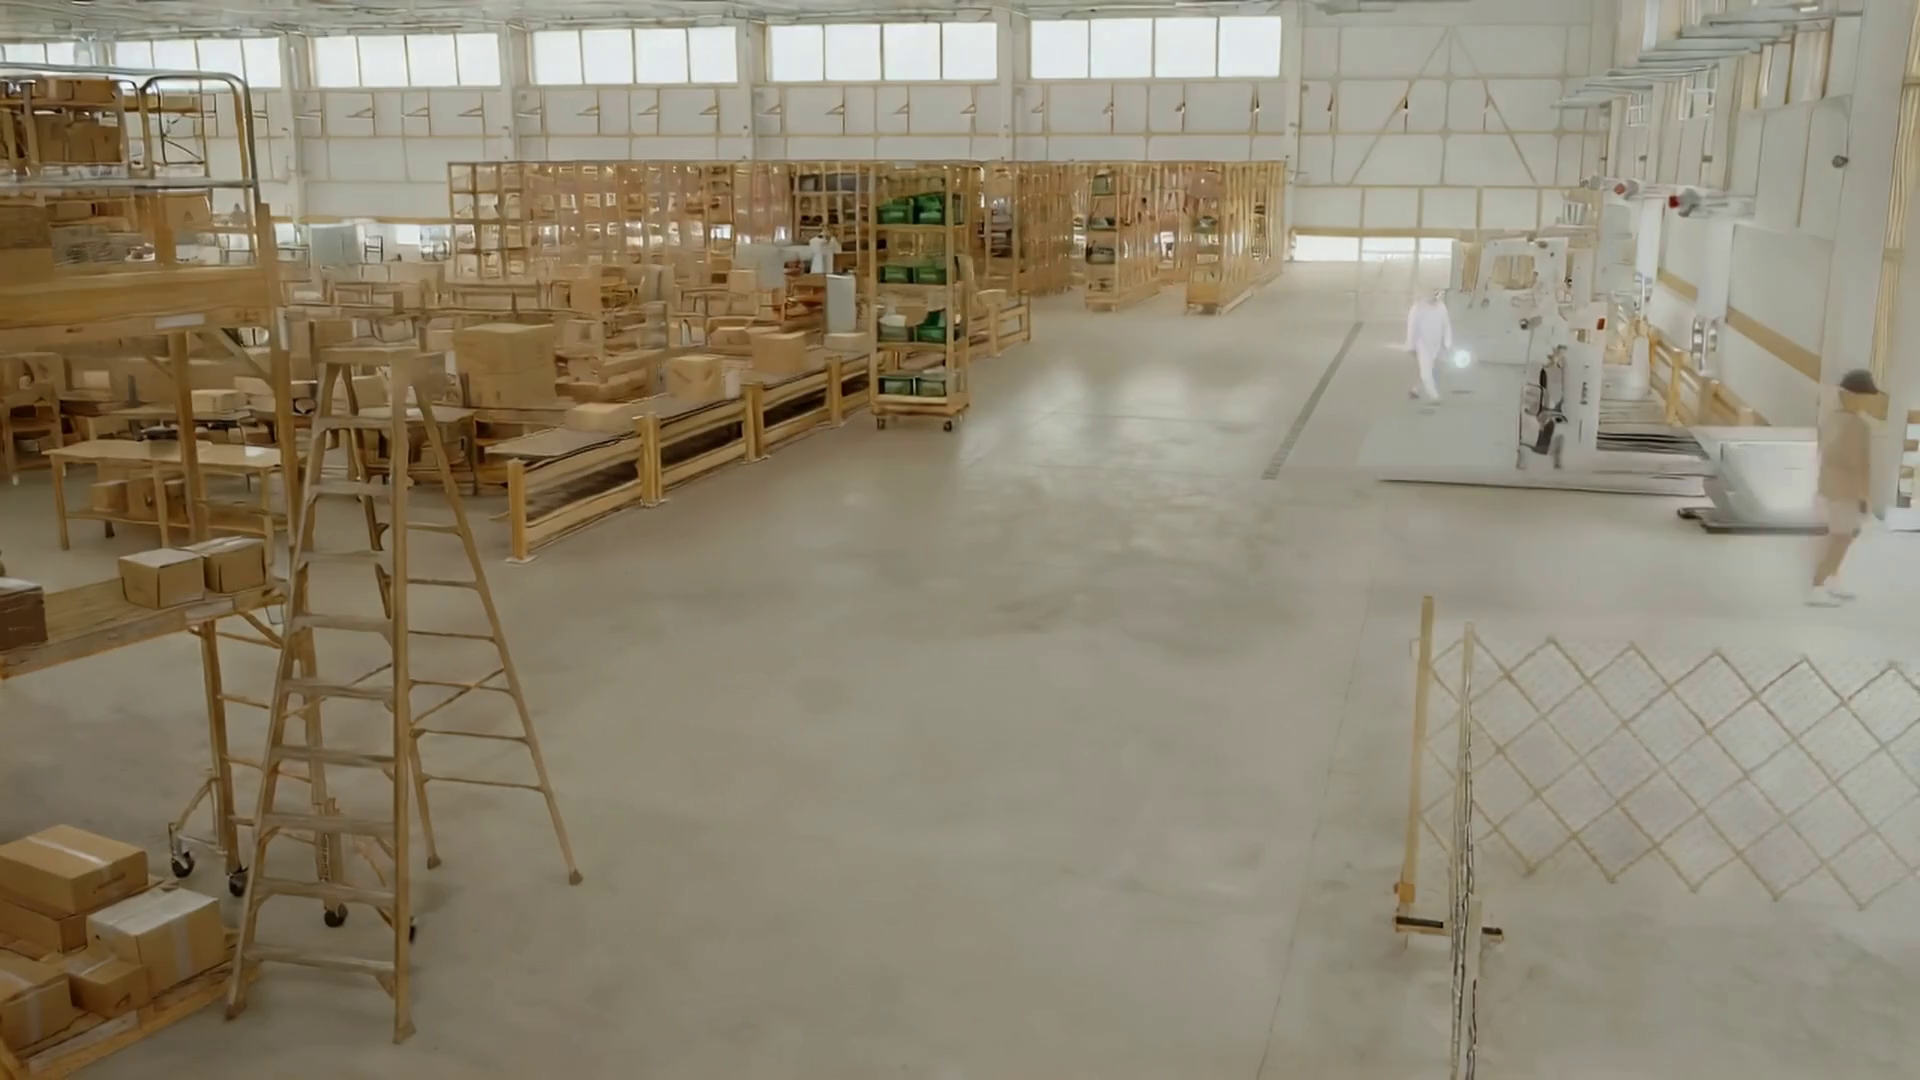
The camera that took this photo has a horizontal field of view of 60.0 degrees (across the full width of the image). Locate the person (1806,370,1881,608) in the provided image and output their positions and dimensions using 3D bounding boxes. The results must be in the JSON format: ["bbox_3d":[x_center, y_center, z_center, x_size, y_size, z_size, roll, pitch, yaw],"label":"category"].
[{"bbox_3d":[7.443,-0.413,13.907,0.591,2.022,0.615,0,13,1],"label":"person"}]

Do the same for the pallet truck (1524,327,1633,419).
[{"bbox_3d":[9.065,-2.460,24.370,1.522,1.261,0.704,3,13,14],"label":"pallet truck"}]

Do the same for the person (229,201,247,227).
[{"bbox_3d":[-28.474,-12.354,65.606,0.641,1.974,0.446,-8,15,-31],"label":"person"}]

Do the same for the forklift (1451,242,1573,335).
[{"bbox_3d":[10.464,-4.597,31.405,2.680,1.987,1.157,4,14,16],"label":"forklift"}]

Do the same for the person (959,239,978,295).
[{"bbox_3d":[0.211,-6.210,39.428,0.490,1.813,0.589,6,14,23],"label":"person"}]

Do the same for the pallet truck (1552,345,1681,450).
[{"bbox_3d":[8.641,-1.896,21.908,1.630,1.274,0.653,4,14,16],"label":"pallet truck"}]

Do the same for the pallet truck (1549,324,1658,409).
[{"bbox_3d":[9.824,-2.669,25.407,1.601,1.201,0.680,4,14,16],"label":"pallet truck"}]

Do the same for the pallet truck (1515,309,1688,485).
[{"bbox_3d":[7.554,-1.677,19.446,1.885,1.965,0.823,3,13,14],"label":"pallet truck"}]

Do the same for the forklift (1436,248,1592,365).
[{"bbox_3d":[9.780,-4.111,29.280,2.680,1.987,1.157,3,13,14],"label":"forklift"}]

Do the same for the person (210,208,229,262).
[{"bbox_3d":[-26.021,-10.676,58.446,0.604,1.937,0.403,-5,14,-21],"label":"person"}]

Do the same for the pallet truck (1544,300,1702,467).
[{"bbox_3d":[8.263,-1.952,20.631,1.885,1.965,0.823,5,14,20],"label":"pallet truck"}]

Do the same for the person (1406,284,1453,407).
[{"bbox_3d":[7.196,-2.998,25.502,0.637,1.844,1.046,-5,14,-22],"label":"person"}]

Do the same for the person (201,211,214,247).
[{"bbox_3d":[-27.646,-11.224,61.225,0.542,1.745,0.584,3,13,11],"label":"person"}]
